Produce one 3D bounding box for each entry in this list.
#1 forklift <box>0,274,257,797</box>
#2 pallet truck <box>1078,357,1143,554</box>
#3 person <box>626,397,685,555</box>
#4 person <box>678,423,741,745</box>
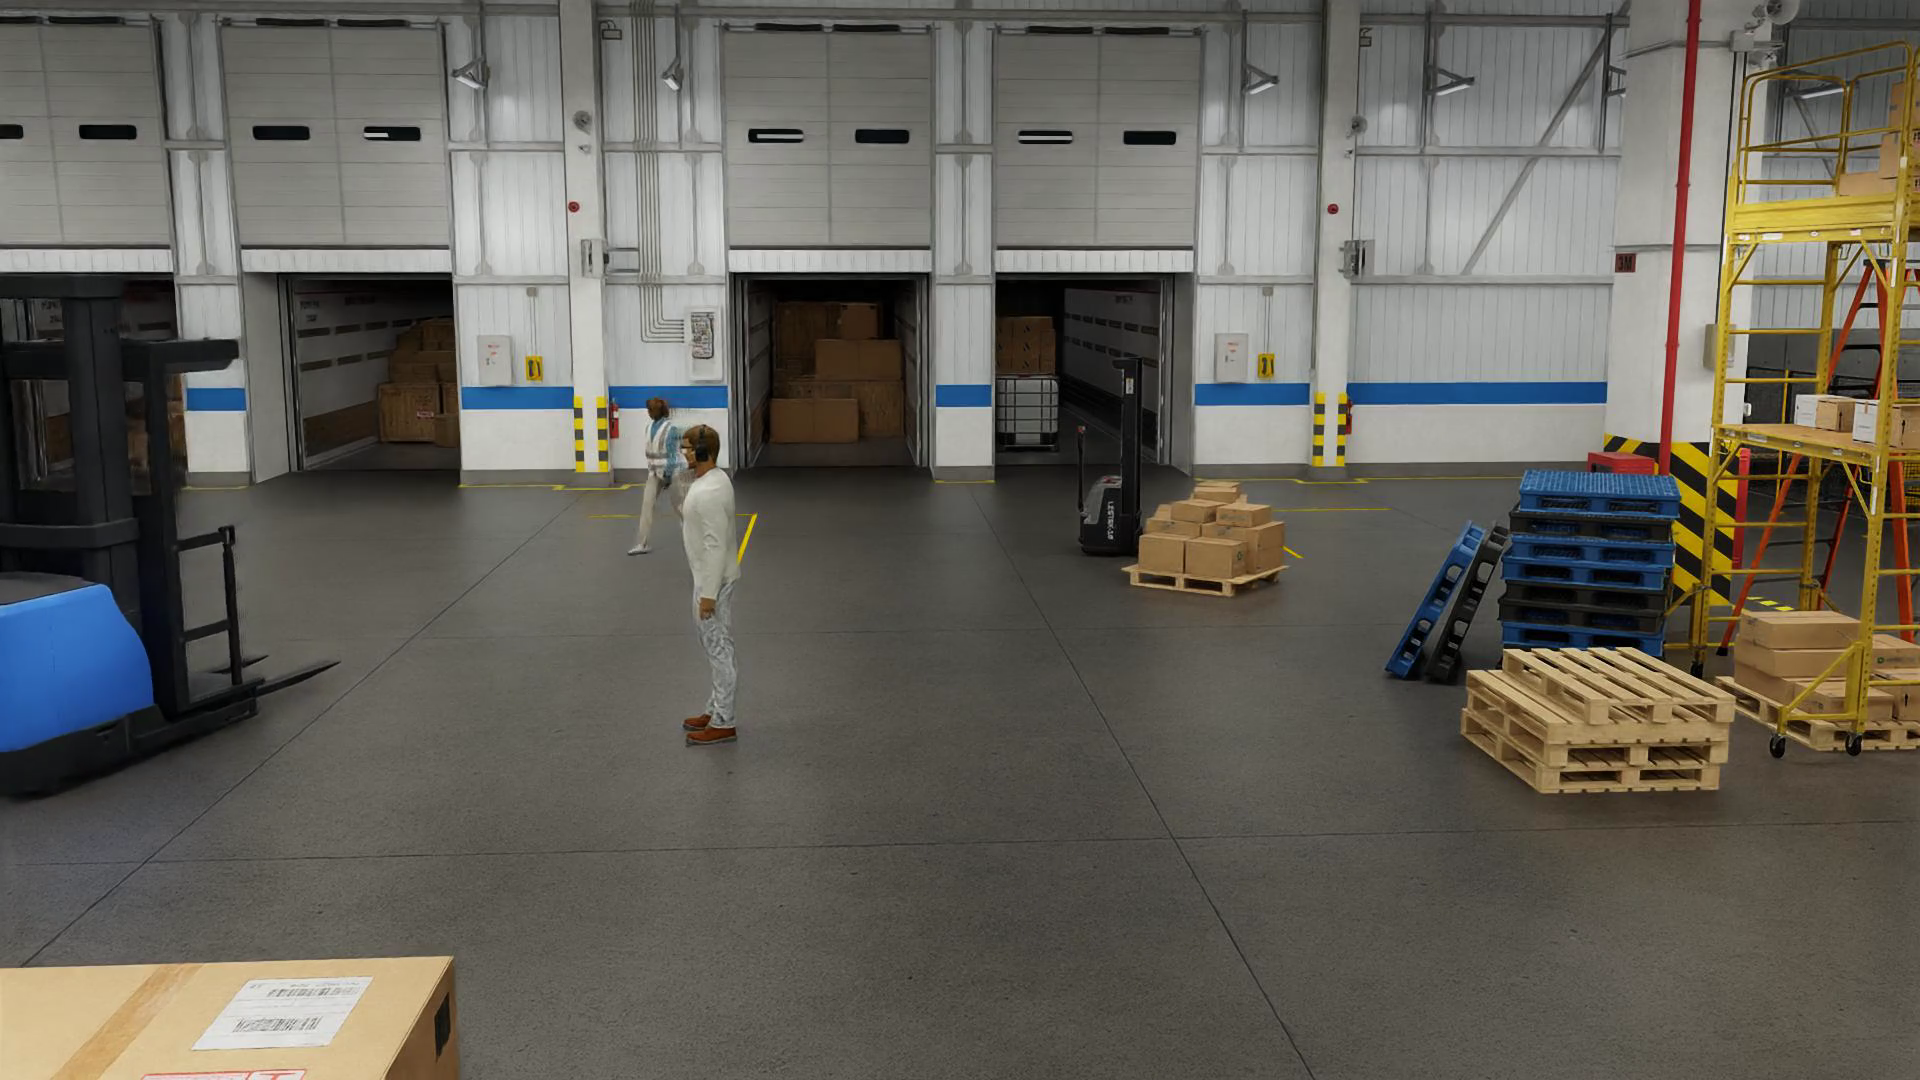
[{"bbox_3d":[-5.235,-0.130,9.565,1.129,2.768,1.873,3,9,16],"label":"forklift"},{"bbox_3d":[2.088,-0.836,16.757,1.885,1.965,0.823,2,9,13],"label":"pallet truck"},{"bbox_3d":[-2.997,-0.666,16.934,0.519,1.602,0.843,8,12,40],"label":"person"},{"bbox_3d":[-1.511,0.265,10.032,0.377,1.940,0.627,-1,9,-8],"label":"person"}]
